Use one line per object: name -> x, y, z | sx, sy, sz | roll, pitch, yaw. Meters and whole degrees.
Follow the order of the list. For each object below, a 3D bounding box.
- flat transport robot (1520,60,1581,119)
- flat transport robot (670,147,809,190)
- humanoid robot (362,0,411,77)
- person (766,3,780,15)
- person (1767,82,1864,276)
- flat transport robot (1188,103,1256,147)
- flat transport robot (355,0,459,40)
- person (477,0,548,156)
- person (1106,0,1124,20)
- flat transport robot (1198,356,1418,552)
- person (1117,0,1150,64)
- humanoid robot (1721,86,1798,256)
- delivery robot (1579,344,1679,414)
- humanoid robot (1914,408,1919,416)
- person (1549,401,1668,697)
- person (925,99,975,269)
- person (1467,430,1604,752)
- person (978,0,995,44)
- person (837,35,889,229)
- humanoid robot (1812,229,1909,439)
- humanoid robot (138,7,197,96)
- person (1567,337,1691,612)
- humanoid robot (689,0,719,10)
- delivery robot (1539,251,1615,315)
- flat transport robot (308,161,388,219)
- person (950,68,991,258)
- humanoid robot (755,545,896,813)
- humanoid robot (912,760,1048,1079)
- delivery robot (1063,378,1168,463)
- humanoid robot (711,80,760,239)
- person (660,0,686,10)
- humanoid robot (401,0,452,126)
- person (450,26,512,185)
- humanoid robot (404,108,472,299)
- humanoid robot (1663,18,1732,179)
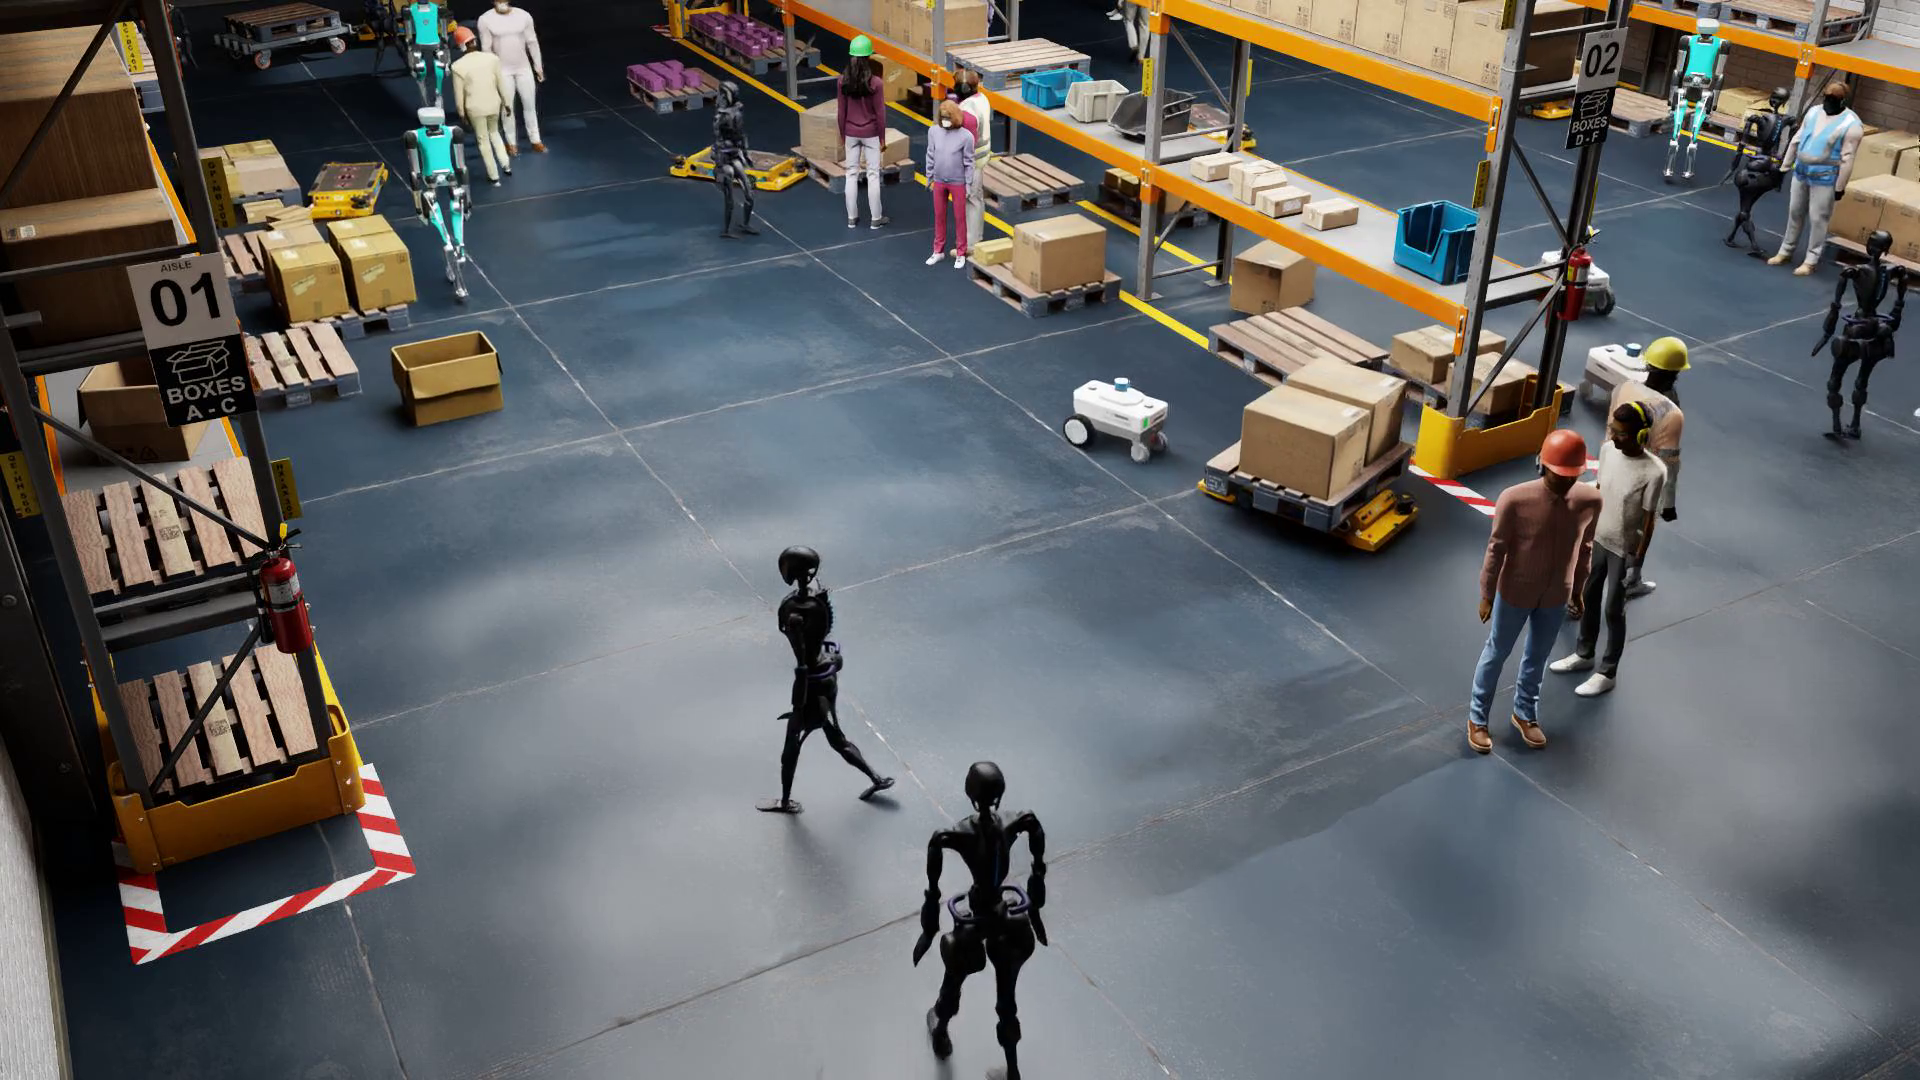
flat transport robot -> 7.279, -5.677, 21.292 | 0.659, 0.231, 1.431 | -15, 33, -25
flat transport robot -> -2.477, -4.187, 18.699 | 1.431, 0.231, 0.659 | 13, 32, 22
humanoid robot -> -7.750, -7.047, 22.303 | 0.612, 1.639, 0.580 | 17, 34, 27
person -> -3.150, -8.957, 25.549 | 0.833, 1.726, 0.735 | 24, 38, 36
person -> 8.142, -3.455, 15.855 | 0.430, 1.837, 0.668 | -12, 32, -19
flat transport robot -> 2.966, -5.010, 20.132 | 0.659, 0.231, 1.431 | -9, 31, -16
flat transport robot -> -8.225, -7.652, 24.730 | 1.431, 0.231, 0.659 | -12, 32, -19
person -> -5.149, -5.410, 19.186 | 0.665, 1.928, 0.371 | -13, 32, -22
person -> 2.426, -8.877, 25.286 | 0.316, 1.840, 0.520 | -2, 30, -4
flat transport robot -> 2.498, -0.331, 11.986 | 1.431, 0.231, 0.659 | 22, 37, 34
person -> 2.462, -7.459, 22.776 | 0.607, 1.880, 0.468 | -1, 30, -2
humanoid robot -> 7.859, -3.620, 16.360 | 0.600, 1.645, 0.656 | -2, 30, -3
delivery robot -> 5.357, -1.288, 13.356 | 0.499, 0.585, 0.765 | -10, 31, -17
humanoid robot -> 7.988, -1.687, 12.876 | 0.603, 1.772, 0.868 | 3, 30, 5
person -> 3.811, 0.044, 9.746 | 0.349, 1.856, 0.521 | -12, 32, -19
person -> -0.101, -3.428, 16.005 | 0.497, 1.633, 0.288 | 12, 32, 20
person -> 3.173, 0.287, 9.179 | 0.621, 1.992, 0.392 | -3, 30, -6
person -> 0.147, -6.791, 21.589 | 0.642, 1.907, 0.412 | -17, 34, -27
person -> -0.995, -4.126, 16.904 | 0.498, 1.950, 0.420 | 7, 31, 12
humanoid robot -> 6.879, -1.557, 12.716 | 0.596, 1.651, 0.347 | 0, 30, 0
humanoid robot -> -9.745, -5.967, 20.451 | 0.612, 1.644, 0.782 | -16, 33, -25
person -> 4.243, -0.386, 10.455 | 0.846, 1.896, 0.595 | -8, 31, -13
humanoid robot -> -3.948, -8.731, 25.139 | 1.007, 1.754, 0.542 | -11, 32, -18
delivery robot -> 5.630, -2.393, 15.282 | 0.499, 0.587, 0.766 | -6, 30, -10
flat transport robot -> -6.643, -3.810, 18.043 | 0.659, 0.231, 1.431 | -5, 30, -8
person -> 0.075, -3.679, 16.238 | 0.429, 1.839, 0.632 | 6, 30, 11
humanoid robot -> -0.730, 0.753, 8.727 | 0.739, 1.639, 0.616 | 3, 30, 5
humanoid robot -> 0.092, 1.652, 7.147 | 0.601, 1.636, 0.615 | -10, 31, -17
delivery robot -> 1.208, -0.958, 12.801 | 0.796, 0.606, 0.499 | 22, 36, 33
humanoid robot -> -2.293, -3.800, 16.619 | 0.397, 1.633, 0.623 | 12, 32, 21
person -> -4.545, -9.181, 25.902 | 0.571, 1.748, 0.334 | -9, 31, -15
humanoid robot -> -6.424, -5.811, 20.087 | 0.558, 1.774, 0.844 | -12, 32, -19
person -> -5.238, -4.746, 18.207 | 0.601, 1.718, 0.383 | -20, 35, -31
humanoid robot -> -4.670, -3.023, 15.227 | 0.549, 1.748, 1.050 | -15, 33, -25
humanoid robot -> 7.942, -4.746, 18.060 | 0.533, 1.681, 0.735 | 14, 33, 23
